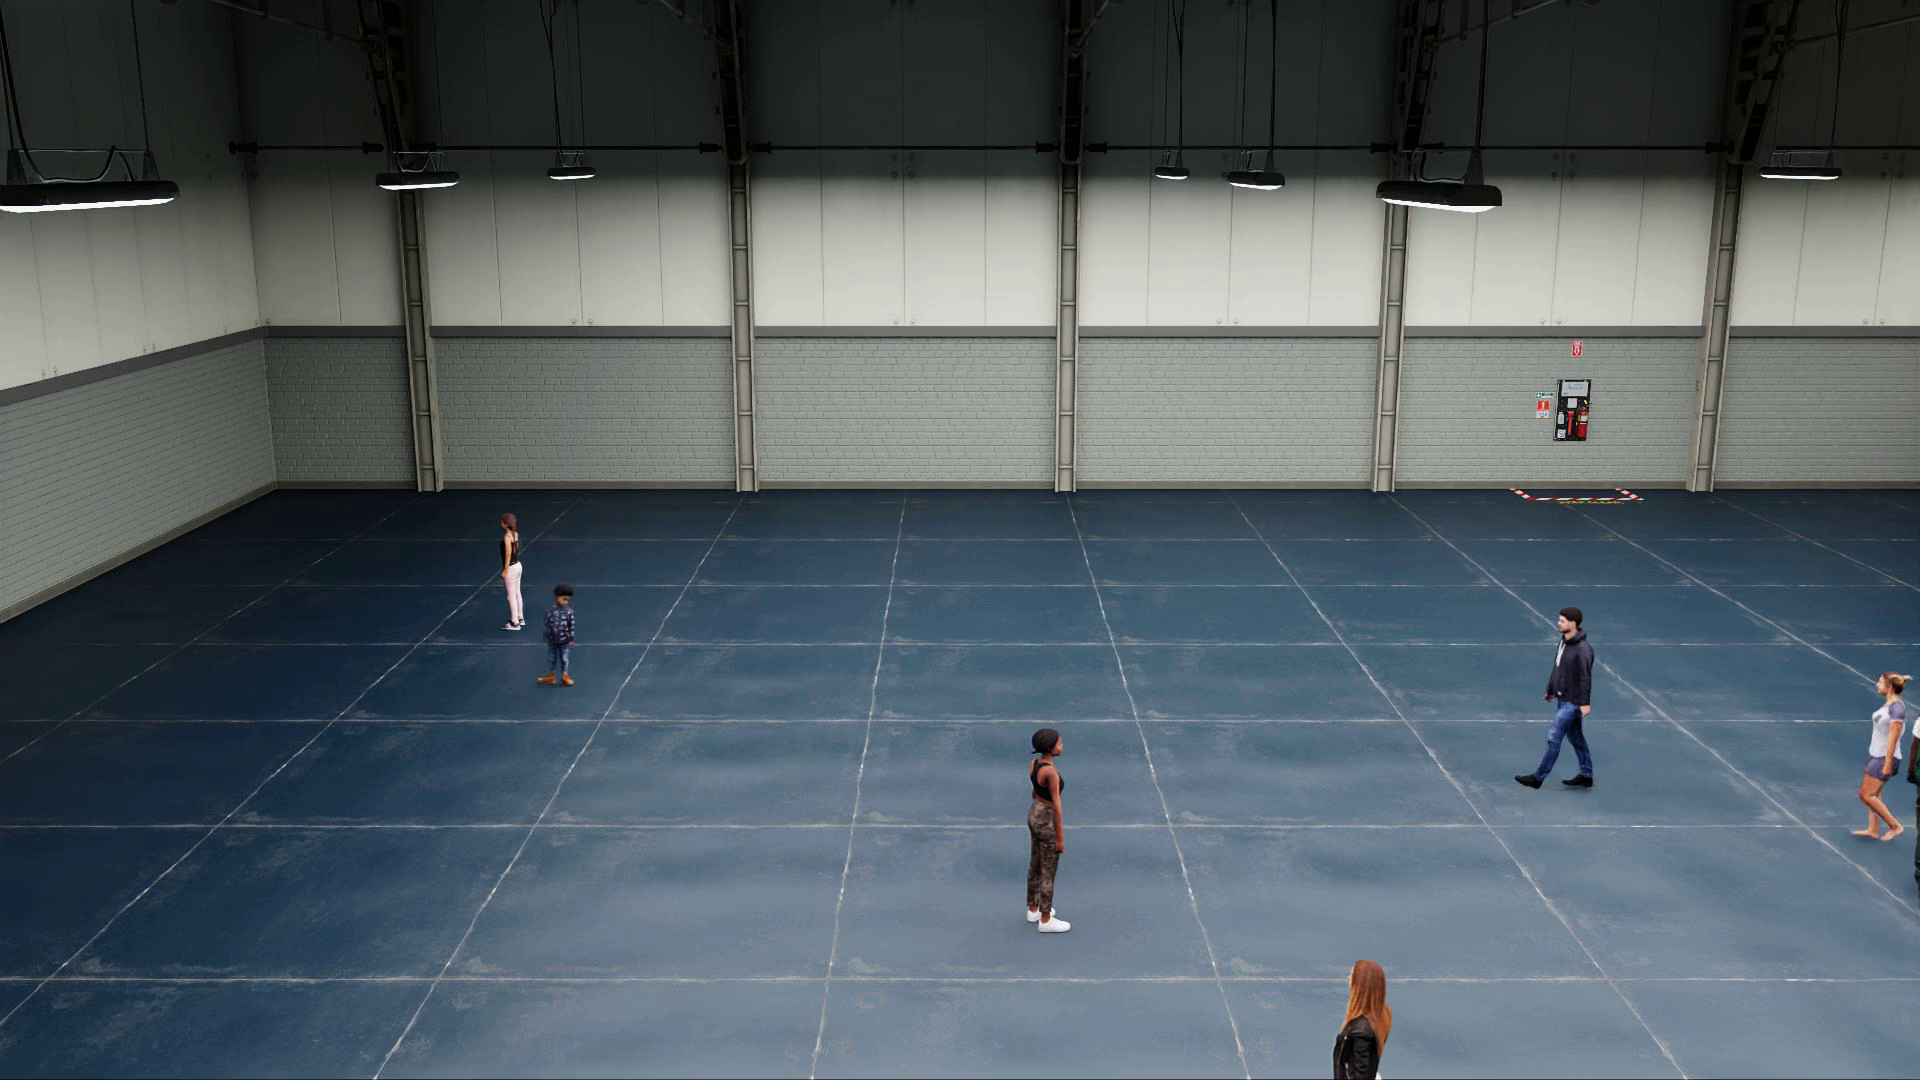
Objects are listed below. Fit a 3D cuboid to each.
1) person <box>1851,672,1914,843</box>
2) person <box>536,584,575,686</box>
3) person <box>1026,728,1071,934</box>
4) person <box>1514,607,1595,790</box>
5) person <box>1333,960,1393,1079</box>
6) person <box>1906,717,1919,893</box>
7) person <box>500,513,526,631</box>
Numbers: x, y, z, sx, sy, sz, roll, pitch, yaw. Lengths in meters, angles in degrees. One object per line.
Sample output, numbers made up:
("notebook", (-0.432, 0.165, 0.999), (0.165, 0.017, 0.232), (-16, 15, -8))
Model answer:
("person", (8.493, 2.000, 15.143), (0.754, 1.613, 0.703), (6, 14, 25))
("person", (-4.801, 1.124, 19.740), (0.428, 1.245, 0.713), (1, 13, 6))
("person", (0.695, 2.332, 13.516), (0.638, 1.700, 0.652), (-5, 14, -21))
("person", (6.117, 1.588, 16.394), (1.042, 1.851, 0.702), (0, 13, -1))
("person", (2.328, 3.225, 9.651), (0.670, 1.704, 0.668), (7, 15, 27))
("person", (8.336, 2.131, 14.162), (1.154, 1.799, 1.161), (10, 16, 36))
("person", (-5.964, 0.406, 22.132), (0.536, 1.565, 0.541), (1, 13, 6))
